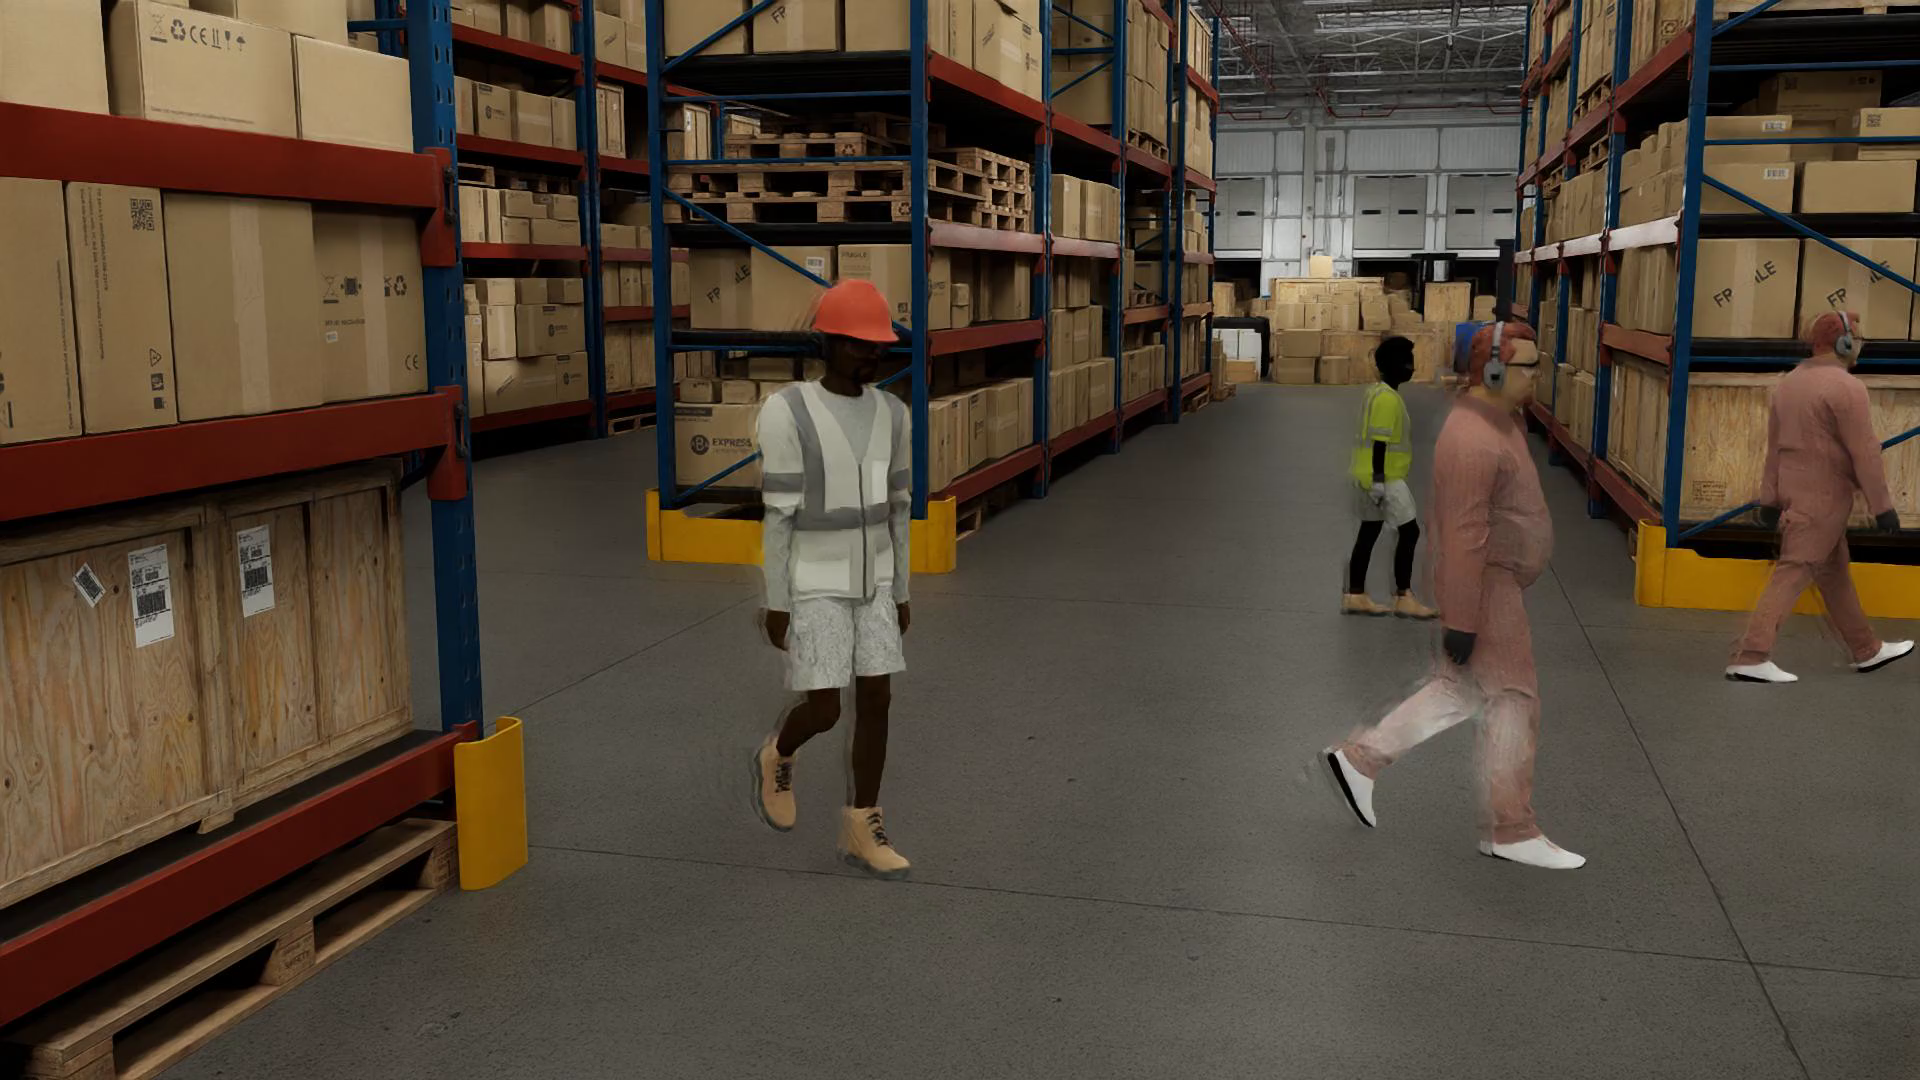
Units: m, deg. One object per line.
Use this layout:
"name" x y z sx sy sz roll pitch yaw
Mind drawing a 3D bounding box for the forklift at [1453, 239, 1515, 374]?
"forklift" 11.341 -4.852 34.600 1.873 2.768 1.129 4 10 23

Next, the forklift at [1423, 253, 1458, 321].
"forklift" 15.202 -7.696 52.666 1.129 2.768 1.873 -2 9 -11

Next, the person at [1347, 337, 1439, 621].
"person" 2.612 -0.356 9.813 0.656 1.671 0.558 2 9 12

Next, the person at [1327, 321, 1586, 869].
"person" 1.748 0.179 5.802 0.831 1.885 0.640 3 9 17

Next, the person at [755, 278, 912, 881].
"person" -0.433 0.129 5.653 0.611 2.023 0.623 -7 11 -38

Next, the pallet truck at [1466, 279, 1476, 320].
"pallet truck" 18.896 -8.459 60.307 1.885 1.965 0.823 5 10 31

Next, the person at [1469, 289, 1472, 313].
"person" 14.654 -6.532 48.437 0.560 1.889 0.987 -5 10 -29

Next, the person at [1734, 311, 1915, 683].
"person" 4.365 -0.198 8.282 0.994 1.856 0.647 0 9 3
